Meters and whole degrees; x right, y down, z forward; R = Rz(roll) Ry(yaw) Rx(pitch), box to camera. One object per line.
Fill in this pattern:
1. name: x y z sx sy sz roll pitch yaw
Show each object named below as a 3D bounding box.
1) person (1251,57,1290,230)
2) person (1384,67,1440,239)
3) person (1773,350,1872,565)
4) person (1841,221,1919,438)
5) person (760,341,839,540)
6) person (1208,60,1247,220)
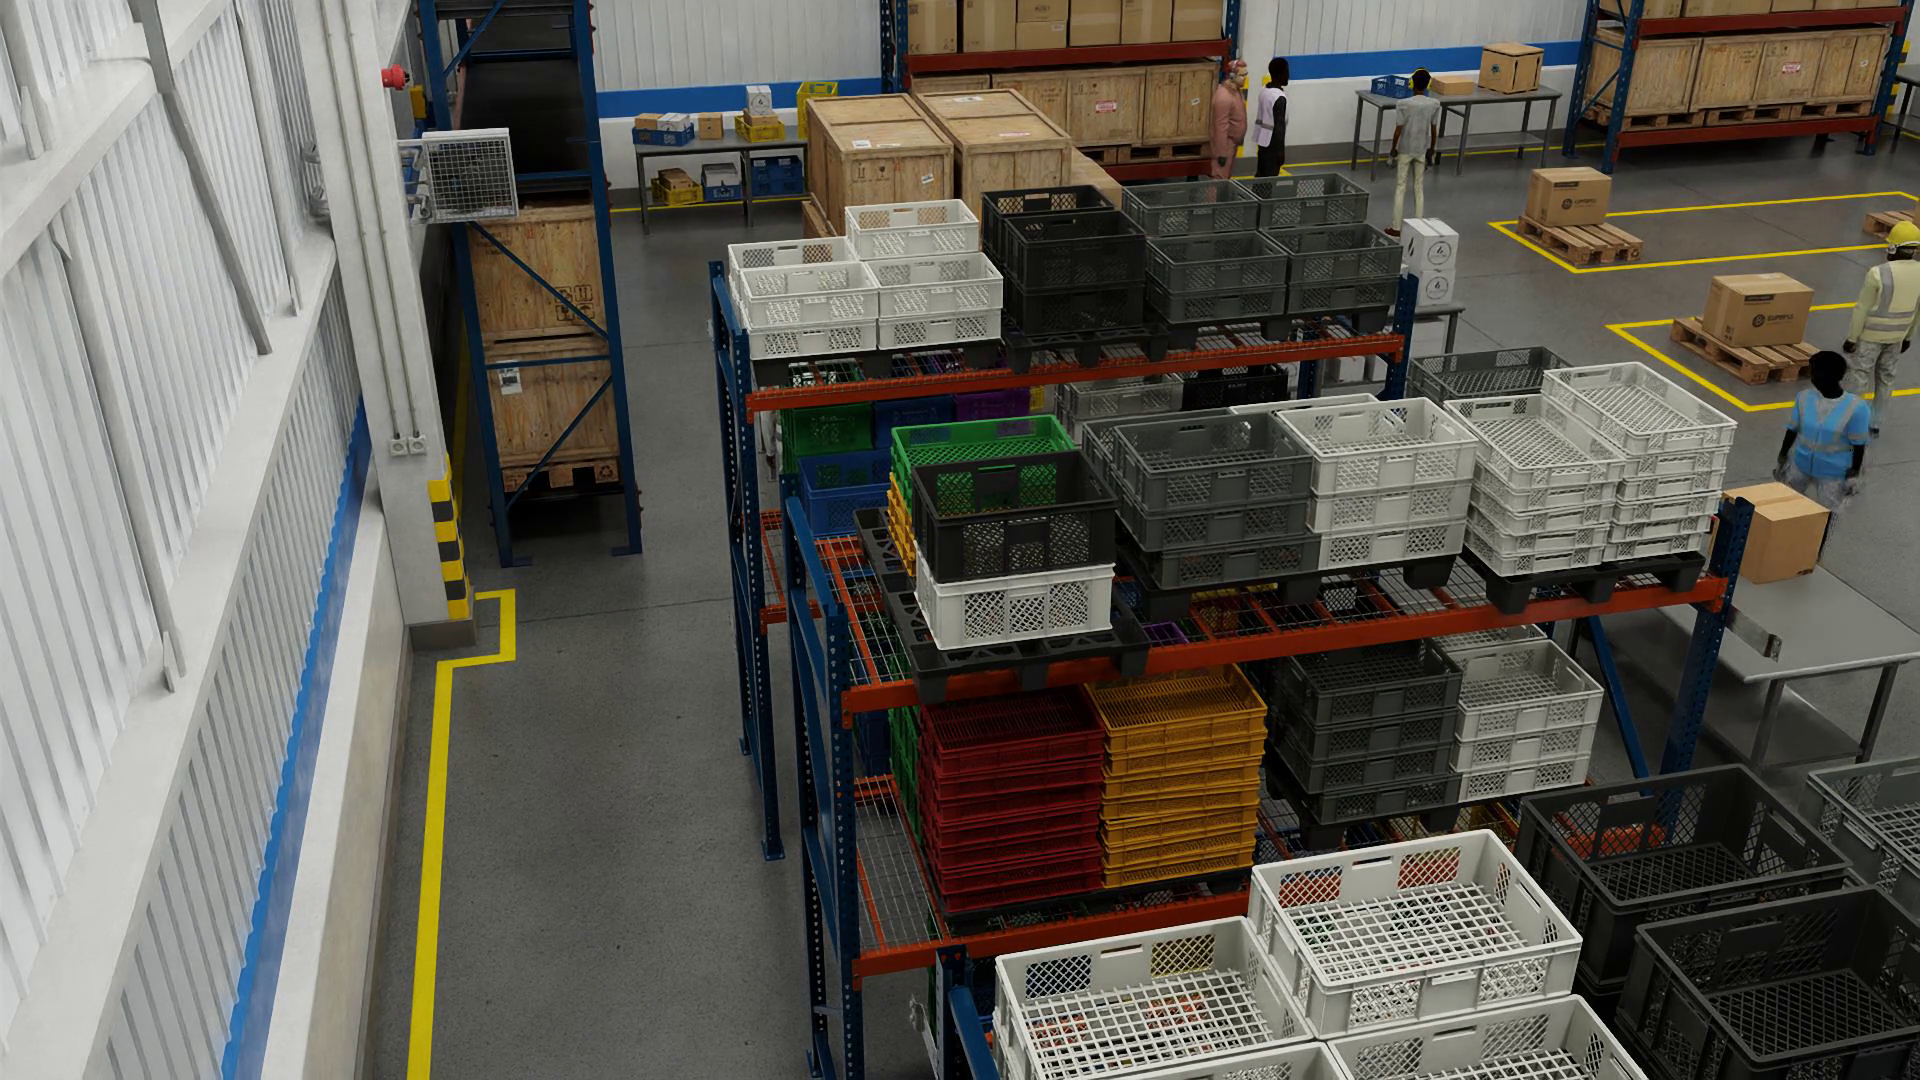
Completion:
1. person: 3.489 -4.439 18.682 0.392 1.922 0.593 -6 28 -12
2. person: 5.002 -4.278 18.432 0.535 1.868 0.309 -2 28 -4
3. person: 5.928 -0.511 11.502 0.385 1.662 0.651 -18 33 -30
4. person: 7.521 -1.701 13.589 0.596 1.826 0.404 -5 28 -9
5. person: -1.077 -0.626 11.489 0.575 1.882 0.361 4 28 8
6. person: 3.020 -4.444 18.724 0.395 1.897 0.647 10 29 18
